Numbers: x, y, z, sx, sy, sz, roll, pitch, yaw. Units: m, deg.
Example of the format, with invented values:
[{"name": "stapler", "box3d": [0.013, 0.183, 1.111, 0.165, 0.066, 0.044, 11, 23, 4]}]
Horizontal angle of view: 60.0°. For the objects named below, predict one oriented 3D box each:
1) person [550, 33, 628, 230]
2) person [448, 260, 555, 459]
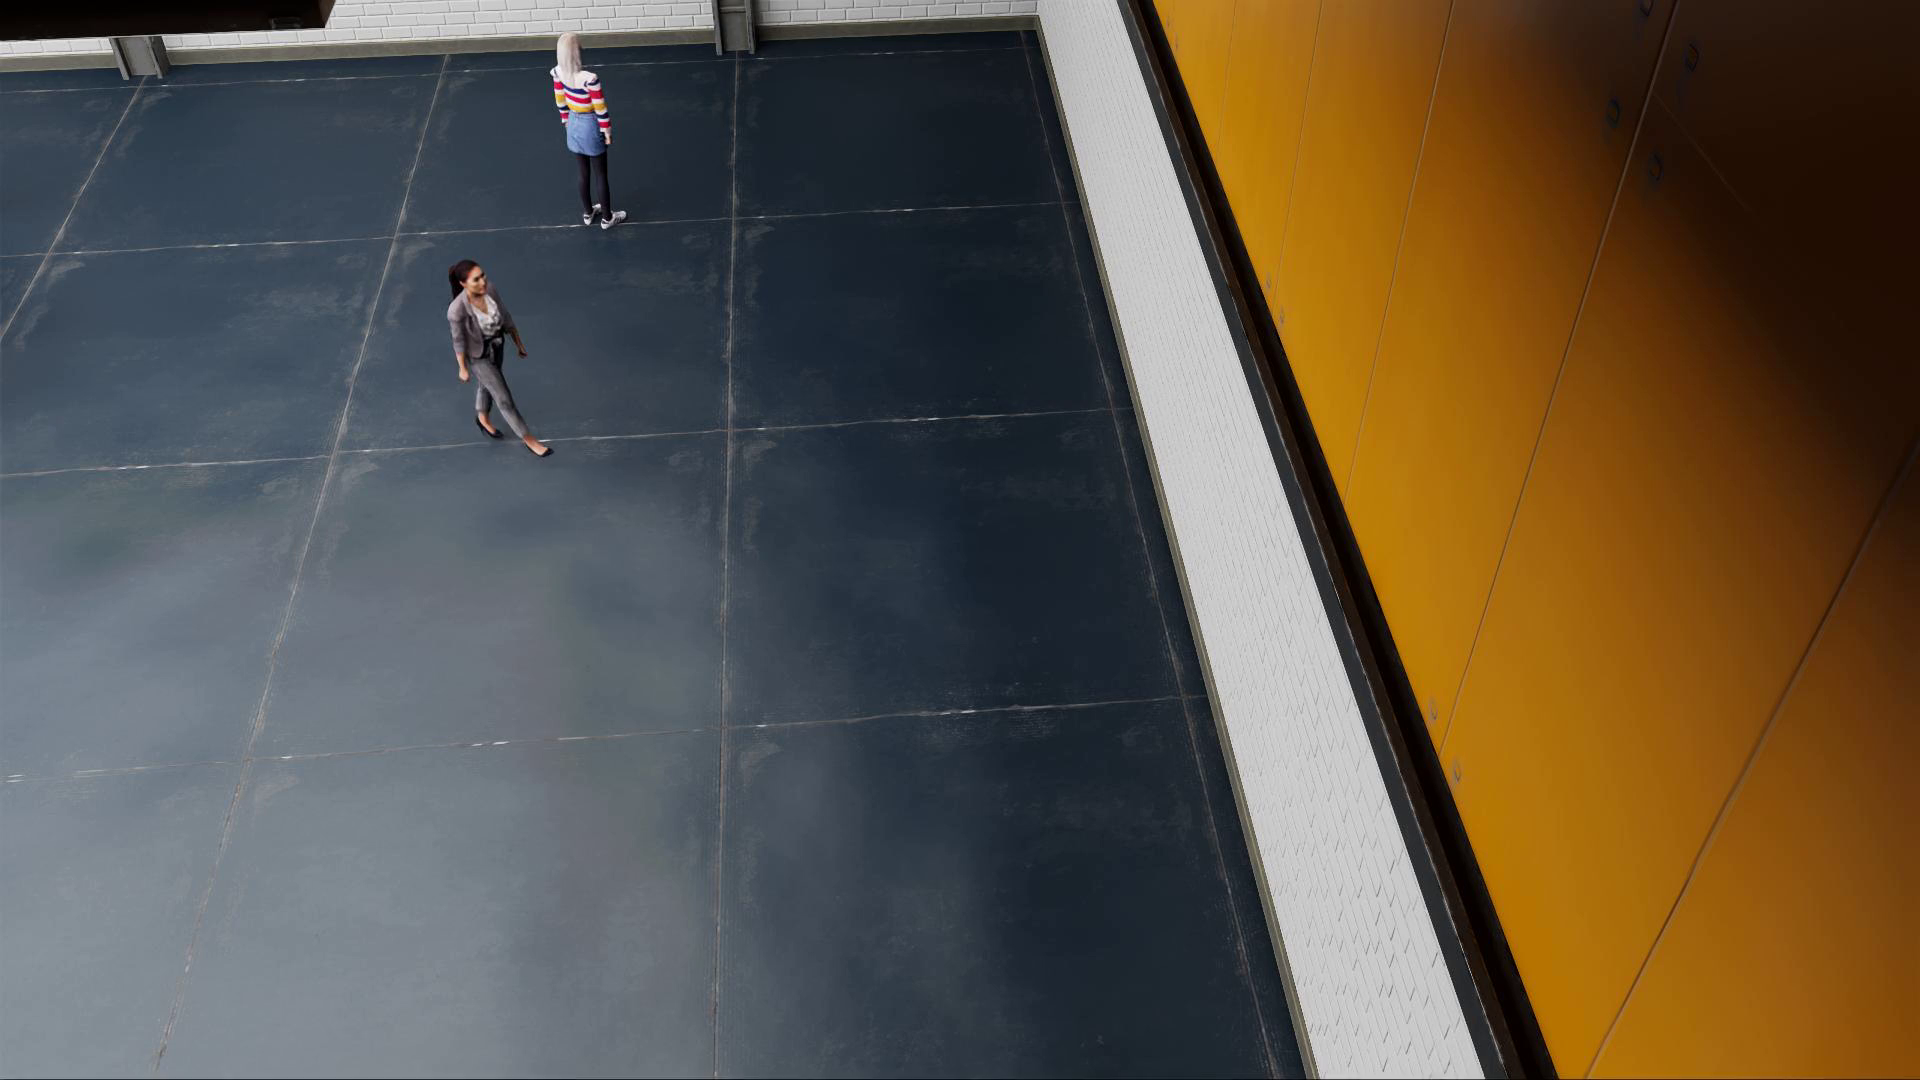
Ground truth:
[{"name": "person", "box3d": [-3.241, -3.543, 14.391, 0.653, 1.809, 0.780, 20, 47, 20]}, {"name": "person", "box3d": [-3.546, -1.366, 12.228, 1.138, 1.640, 0.973, 20, 47, 19]}]
